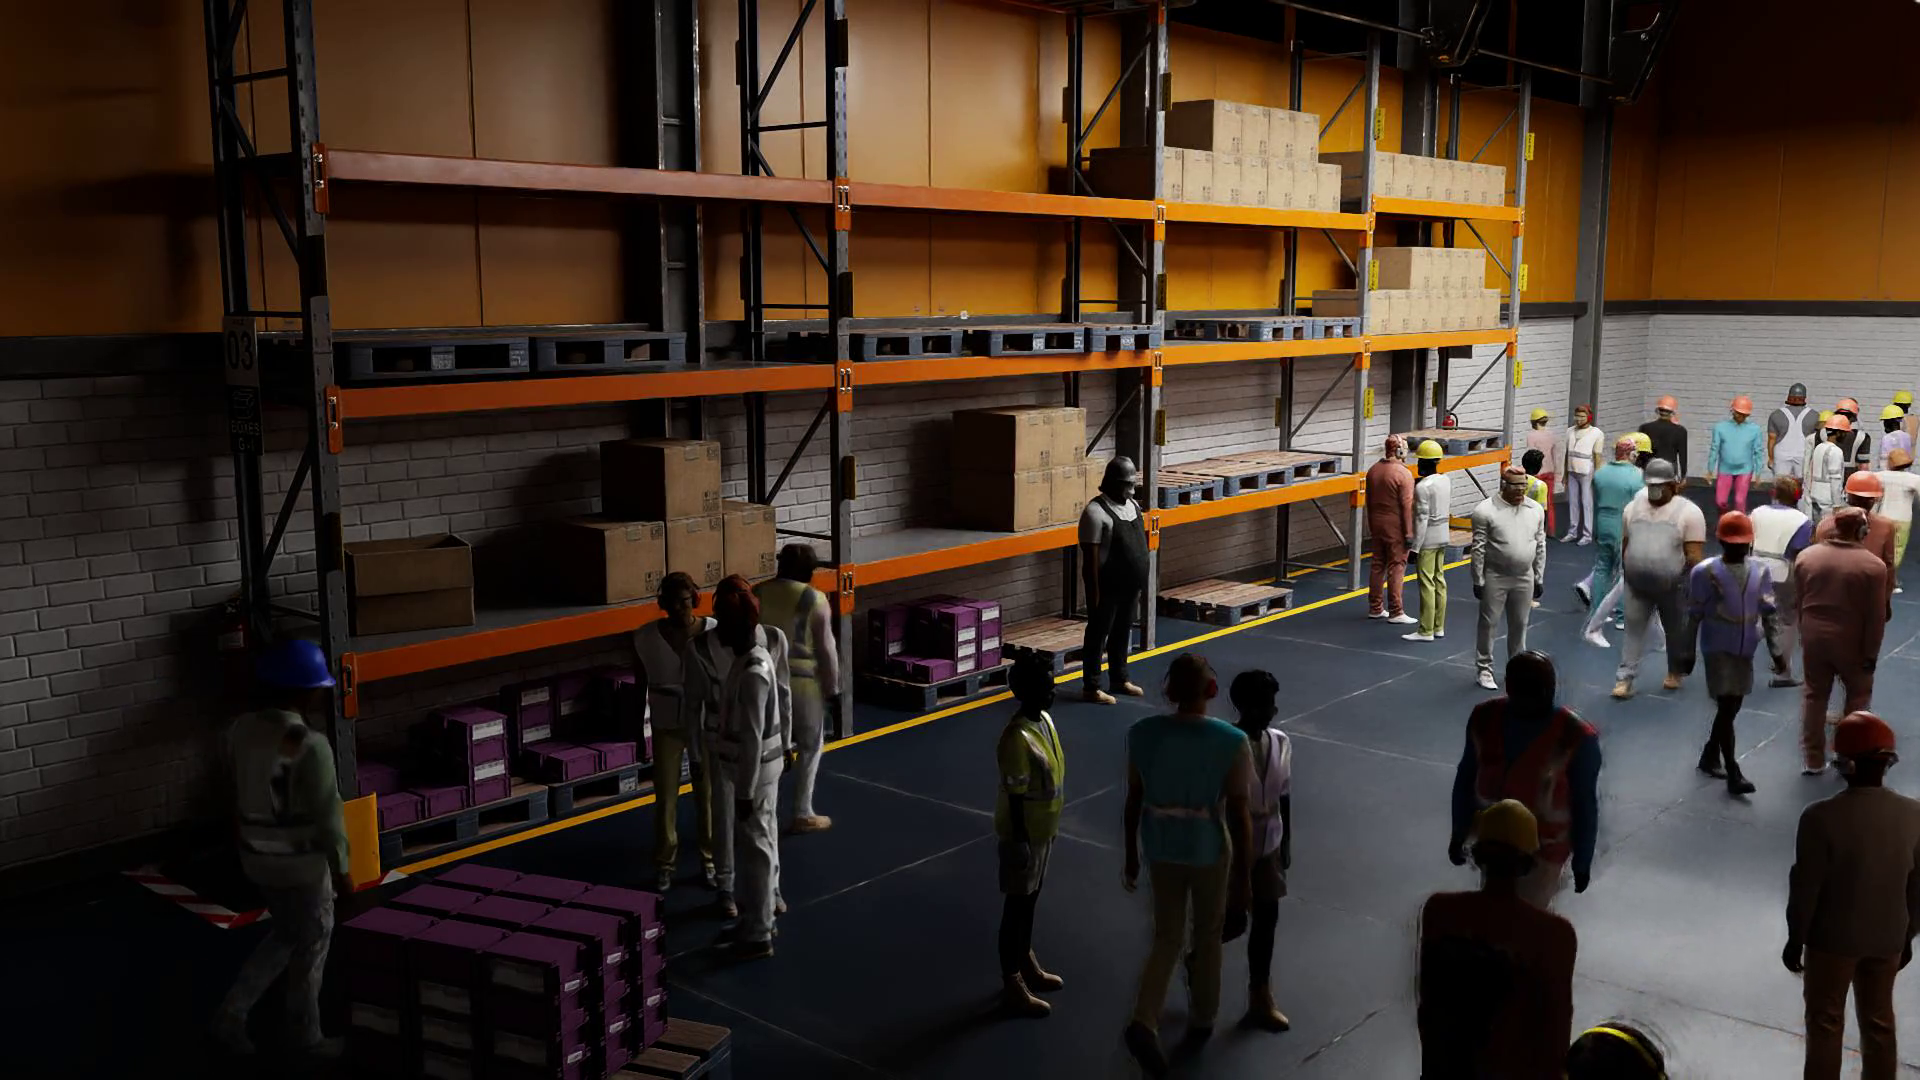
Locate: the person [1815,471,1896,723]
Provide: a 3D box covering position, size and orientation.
[{"bbox_3d":[6.919,0.447,12.882,0.615,1.987,0.408,0,9,0],"label":"person"}]

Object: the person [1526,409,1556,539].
[{"bbox_3d":[7.775,-0.893,22.336,0.535,1.727,0.648,-4,10,-24],"label":"person"}]

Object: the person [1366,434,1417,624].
[{"bbox_3d":[4.363,-0.111,16.727,0.409,1.907,0.648,-4,10,-25],"label":"person"}]

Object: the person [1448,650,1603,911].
[{"bbox_3d":[2.604,1.360,7.591,0.834,1.813,0.651,-8,12,-41],"label":"person"}]

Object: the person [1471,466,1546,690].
[{"bbox_3d":[4.617,0.317,13.993,0.644,1.900,0.399,-1,9,-7],"label":"person"}]

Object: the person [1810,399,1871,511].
[{"bbox_3d":[10.606,-0.687,20.064,0.613,2.029,0.403,5,10,30],"label":"person"}]

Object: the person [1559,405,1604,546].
[{"bbox_3d":[8.122,-0.845,21.694,0.394,1.836,0.560,-5,10,-28],"label":"person"}]

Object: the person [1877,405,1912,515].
[{"bbox_3d":[11.492,-0.708,20.564,0.591,1.913,0.394,-7,11,-37],"label":"person"}]

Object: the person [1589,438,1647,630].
[{"bbox_3d":[6.552,-0.068,16.492,0.398,1.898,0.644,-4,10,-26],"label":"person"}]

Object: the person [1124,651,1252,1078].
[{"bbox_3d":[0.983,1.405,7.285,0.589,1.806,0.786,3,9,19],"label":"person"}]

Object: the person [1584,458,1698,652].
[{"bbox_3d":[6.332,0.137,15.464,0.994,1.810,0.573,6,11,33],"label":"person"}]

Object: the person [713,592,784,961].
[{"bbox_3d":[-1.080,1.188,8.443,0.367,1.881,0.581,-1,9,-8],"label":"person"}]

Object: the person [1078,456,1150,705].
[{"bbox_3d":[1.288,0.313,13.557,0.536,2.000,0.683,8,12,41],"label":"person"}]

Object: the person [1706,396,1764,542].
[{"bbox_3d":[10.024,-0.883,21.521,0.676,1.959,0.455,5,10,29],"label":"person"}]

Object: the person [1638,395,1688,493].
[{"bbox_3d":[8.991,-0.862,21.310,0.647,1.979,0.426,6,11,35],"label":"person"}]

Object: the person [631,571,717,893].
[{"bbox_3d":[-1.549,1.068,9.366,0.567,1.838,0.388,-2,9,-10],"label":"person"}]

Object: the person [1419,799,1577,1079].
[{"bbox_3d":[1.800,1.709,5.612,0.529,1.706,0.942,6,10,32],"label":"person"}]

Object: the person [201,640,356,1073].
[{"bbox_3d":[-2.891,1.374,7.105,0.619,1.921,0.500,6,11,35],"label":"person"}]

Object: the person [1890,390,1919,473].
[{"bbox_3d":[13.045,-1.112,23.105,0.587,1.930,0.363,-6,11,-34],"label":"person"}]

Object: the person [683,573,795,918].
[{"bbox_3d":[-1.191,1.104,8.989,0.589,1.877,0.359,-3,9,-18],"label":"person"}]

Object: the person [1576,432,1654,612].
[{"bbox_3d":[6.768,-0.164,17.104,0.614,1.898,0.622,-1,9,-6],"label":"person"}]

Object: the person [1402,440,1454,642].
[{"bbox_3d":[4.460,0.013,15.857,0.371,1.929,0.585,8,12,43],"label":"person"}]

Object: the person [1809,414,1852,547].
[{"bbox_3d":[9.925,-0.469,18.983,0.390,1.925,0.550,1,9,6],"label":"person"}]

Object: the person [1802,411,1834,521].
[{"bbox_3d":[11.428,-0.849,22.059,0.489,1.731,0.321,2,9,15],"label":"person"}]

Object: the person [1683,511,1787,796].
[{"bbox_3d":[5.229,0.750,11.239,0.560,1.903,0.759,-1,9,-8],"label":"person"}]

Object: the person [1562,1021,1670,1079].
[{"bbox_3d":[1.519,1.941,3.791,0.519,1.834,0.848,5,10,29],"label":"person"}]

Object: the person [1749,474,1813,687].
[{"bbox_3d":[6.854,0.354,13.993,0.556,1.820,0.582,-4,10,-24],"label":"person"}]

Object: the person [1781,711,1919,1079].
[{"bbox_3d":[3.528,1.540,6.601,0.565,1.745,0.350,-1,9,-9],"label":"person"}]

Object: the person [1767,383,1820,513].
[{"bbox_3d":[11.581,-1.171,23.132,0.681,2.000,0.538,4,10,24],"label":"person"}]

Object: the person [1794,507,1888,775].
[{"bbox_3d":[6.110,0.705,11.558,0.529,1.885,0.641,-8,12,-41],"label":"person"}]

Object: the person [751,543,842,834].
[{"bbox_3d":[-1.076,0.922,10.346,0.703,1.824,0.434,4,10,26],"label":"person"}]

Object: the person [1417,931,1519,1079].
[{"bbox_3d":[1.112,1.885,3.806,0.624,1.932,0.790,0,9,-3],"label":"person"}]

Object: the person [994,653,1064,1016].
[{"bbox_3d":[0.332,1.368,7.864,0.319,1.696,0.532,3,9,17],"label":"person"}]

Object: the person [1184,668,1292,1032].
[{"bbox_3d":[1.299,1.401,7.653,0.545,1.680,0.468,-5,10,-30],"label":"person"}]

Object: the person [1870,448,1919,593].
[{"bbox_3d":[10.410,-0.212,18.339,0.523,1.614,0.571,-5,10,-30],"label":"person"}]

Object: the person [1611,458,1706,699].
[{"bbox_3d":[5.796,0.278,13.784,0.694,2.000,1.023,8,12,41],"label":"person"}]

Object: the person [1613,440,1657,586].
[{"bbox_3d":[7.593,-0.289,18.545,0.319,1.698,0.532,-6,10,-32],"label":"person"}]
